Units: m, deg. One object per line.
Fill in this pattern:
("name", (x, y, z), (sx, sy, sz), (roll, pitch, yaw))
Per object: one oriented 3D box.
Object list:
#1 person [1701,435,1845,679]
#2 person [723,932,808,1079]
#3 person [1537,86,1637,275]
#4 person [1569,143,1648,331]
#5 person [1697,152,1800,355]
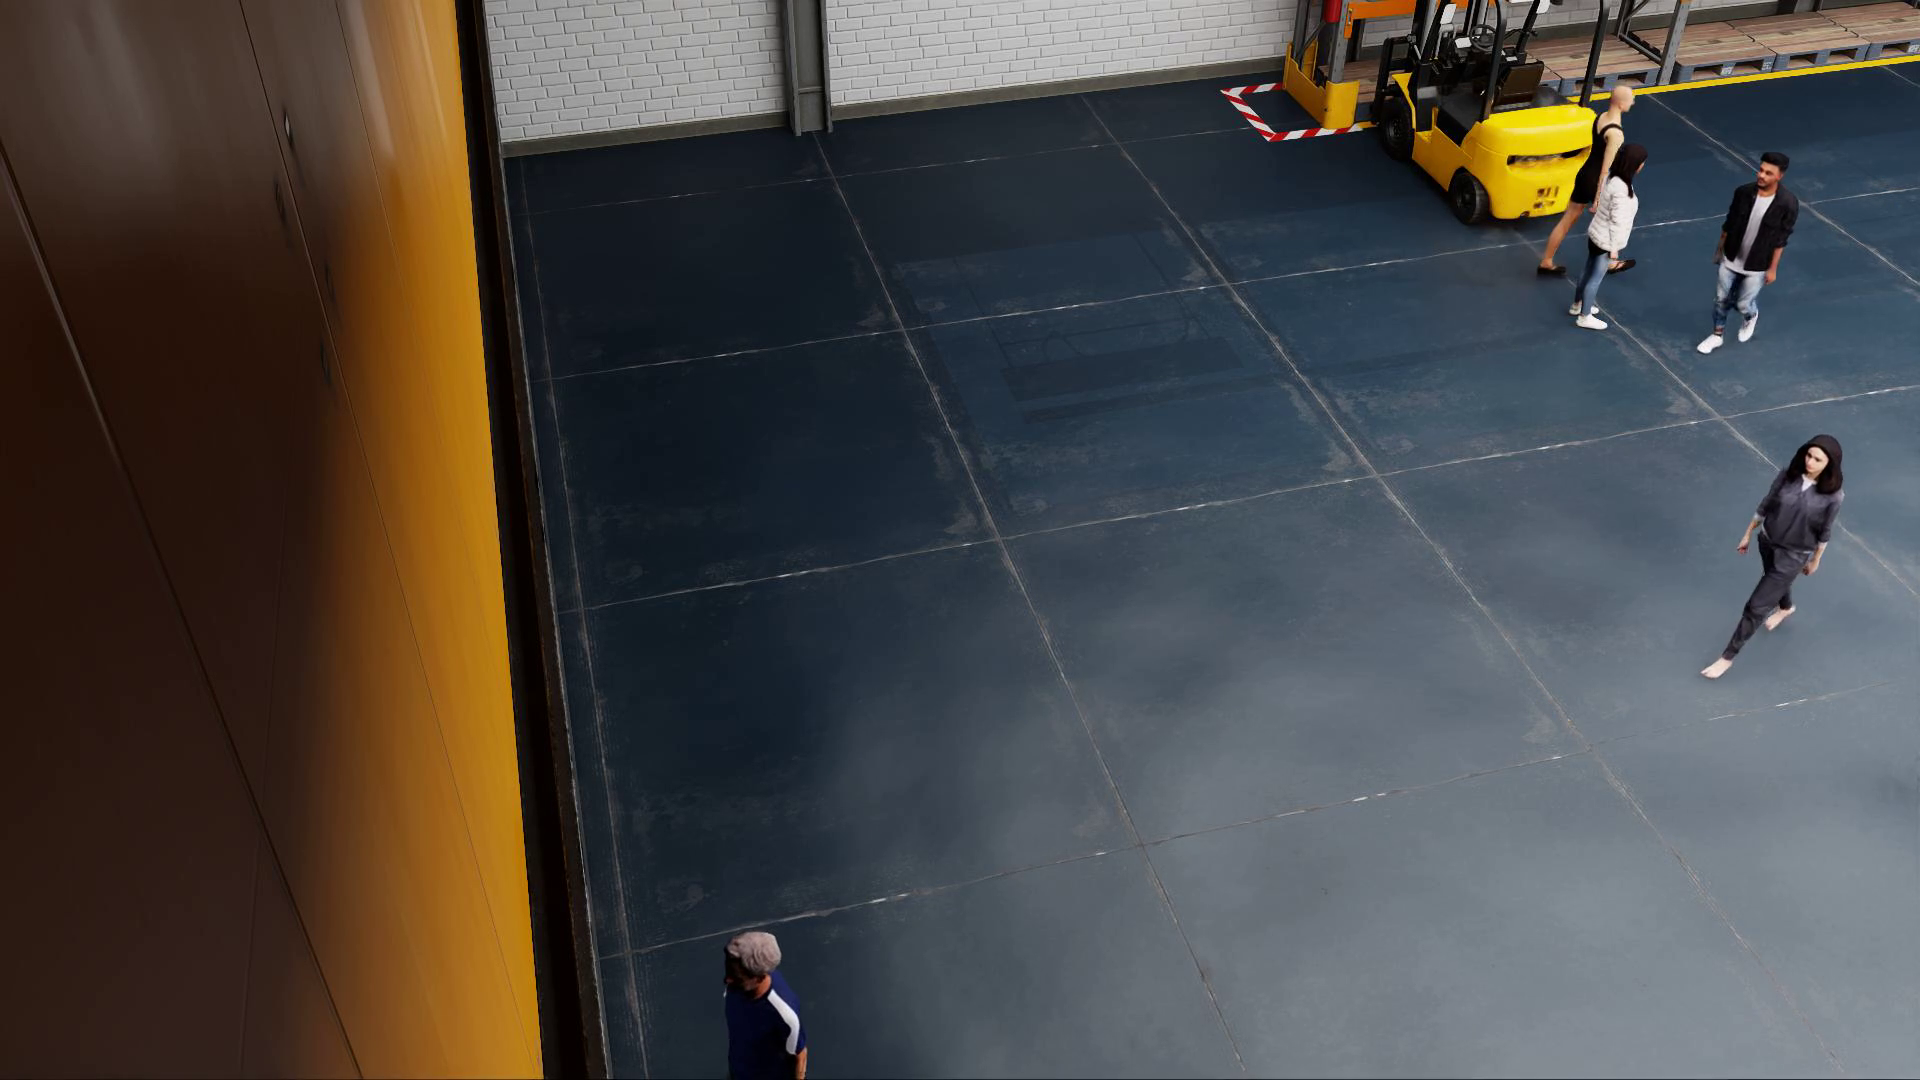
("person", (5.325, 0.036, 10.652), (1.262, 1.713, 0.863), (-23, 44, -26))
("person", (-0.882, 2.395, 7.598), (0.721, 1.838, 0.728), (31, 48, 33))
("person", (5.434, -3.082, 14.509), (1.133, 1.773, 0.806), (-3, 39, -4))
("person", (5.426, -2.563, 13.969), (0.650, 1.635, 0.681), (2, 39, 2))
("person", (6.490, -2.347, 13.570), (0.937, 1.796, 0.866), (-27, 46, -30))
